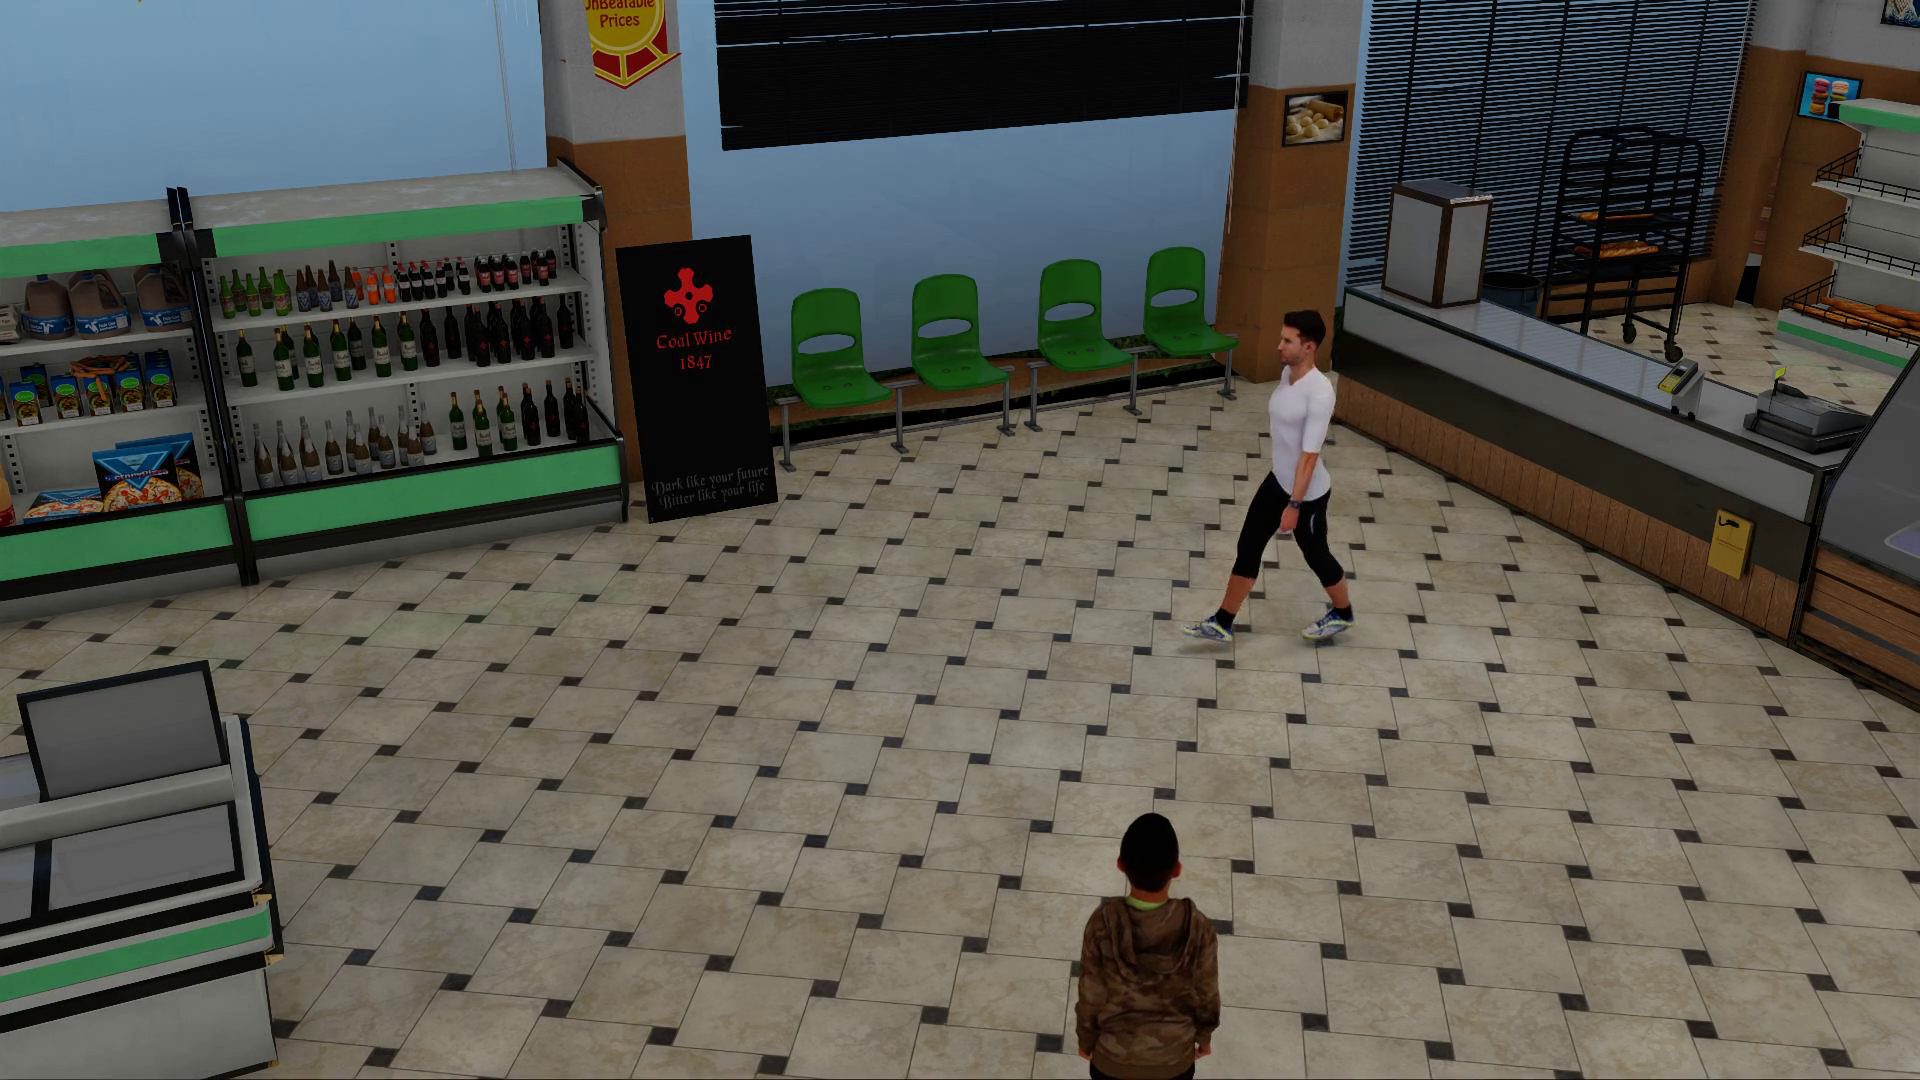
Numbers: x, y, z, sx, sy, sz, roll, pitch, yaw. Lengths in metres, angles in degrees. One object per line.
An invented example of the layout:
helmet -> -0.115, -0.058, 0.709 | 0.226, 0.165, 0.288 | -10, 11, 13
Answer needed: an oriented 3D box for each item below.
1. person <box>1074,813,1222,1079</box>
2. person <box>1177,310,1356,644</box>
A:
person -> 0.545, 1.473, 4.945 | 0.635, 1.454, 0.734 | 1, 24, 2
person -> 1.795, -0.257, 8.473 | 1.257, 1.795, 0.820 | -6, 24, -14
